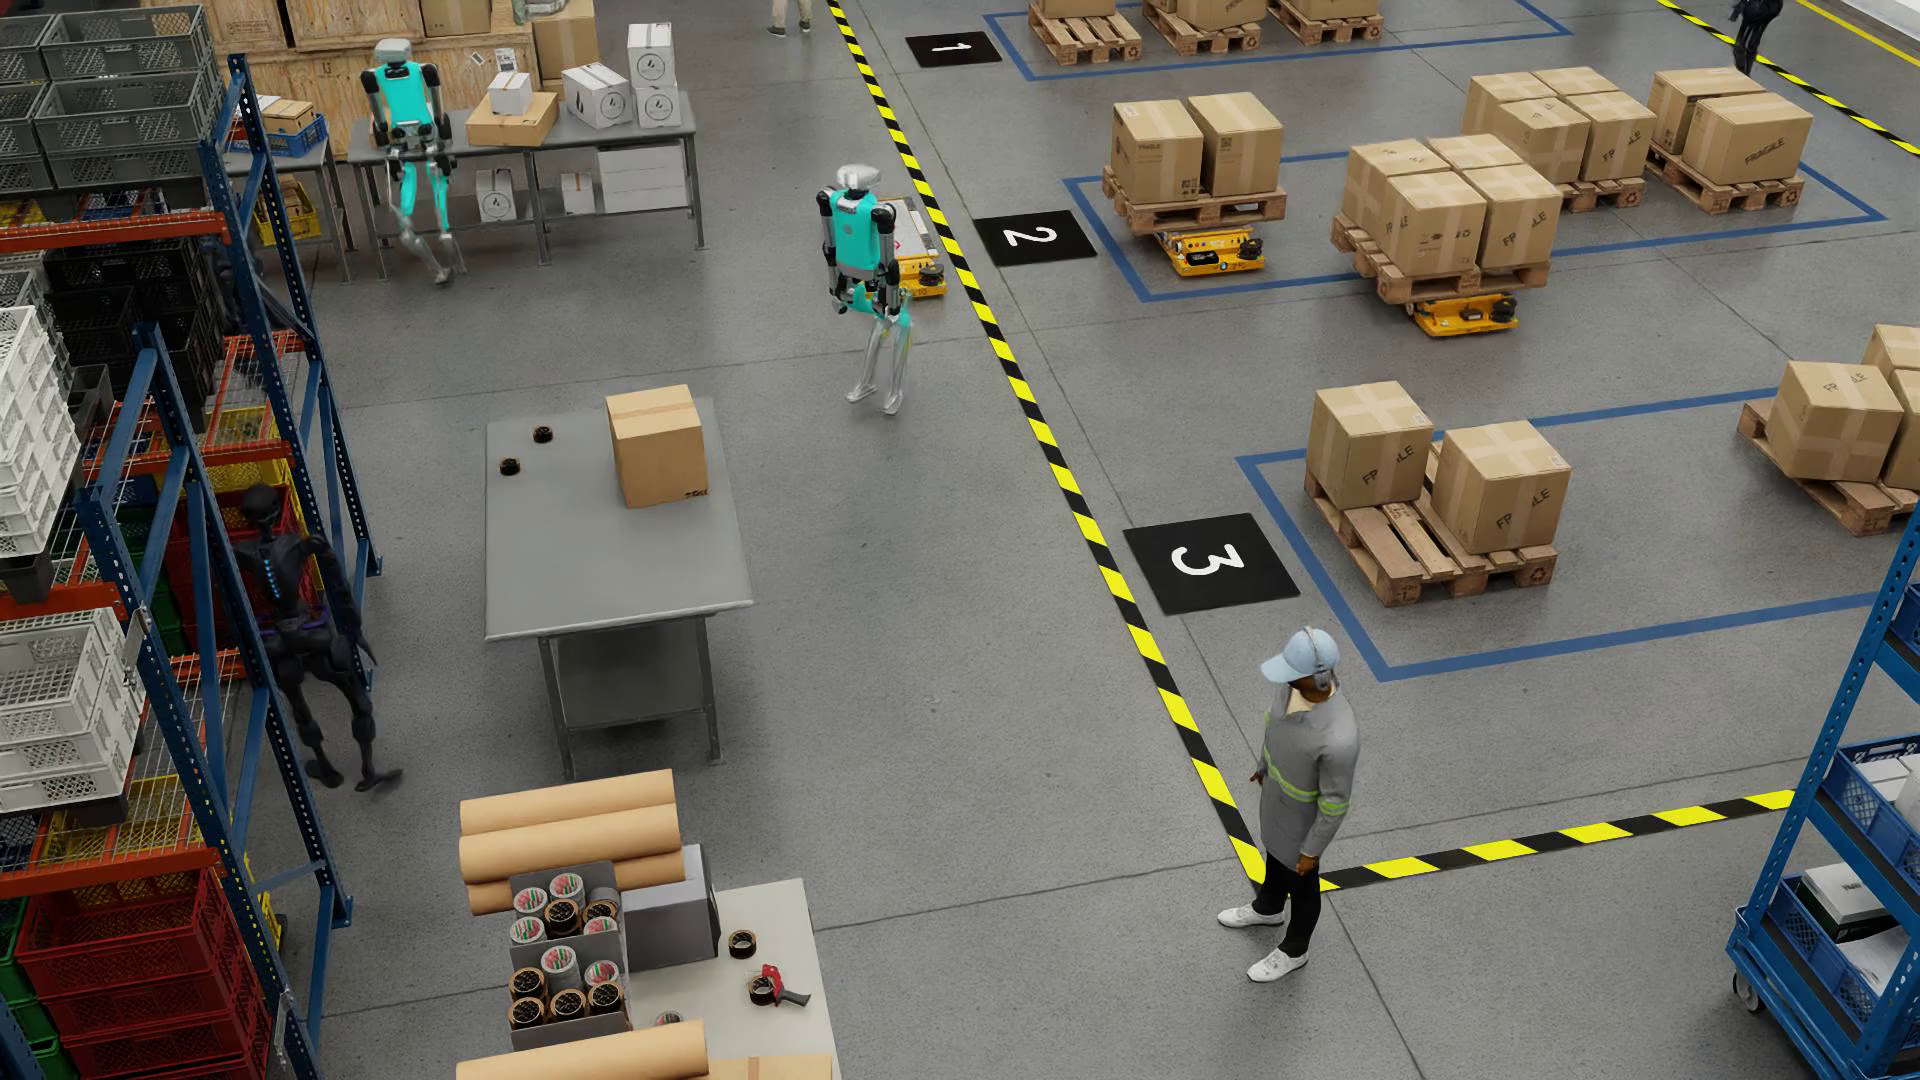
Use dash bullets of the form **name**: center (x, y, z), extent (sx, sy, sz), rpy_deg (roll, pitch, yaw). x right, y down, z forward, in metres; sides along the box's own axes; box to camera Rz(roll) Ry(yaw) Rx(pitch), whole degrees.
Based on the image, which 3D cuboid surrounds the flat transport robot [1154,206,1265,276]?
- **flat transport robot**: center (1.798, -2.476, 12.858), extent (0.652, 0.197, 1.431), rpy_deg (-8, 37, -10)

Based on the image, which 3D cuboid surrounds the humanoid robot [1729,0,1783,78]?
- **humanoid robot**: center (7.195, -4.846, 14.894), extent (0.611, 1.639, 0.438), rpy_deg (-24, 43, -28)

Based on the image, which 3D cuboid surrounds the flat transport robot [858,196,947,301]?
- **flat transport robot**: center (-0.570, -2.220, 12.538), extent (0.659, 0.231, 1.431), rpy_deg (-8, 37, -10)

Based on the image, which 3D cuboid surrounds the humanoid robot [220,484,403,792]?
- **humanoid robot**: center (-3.052, 0.508, 7.697), extent (0.612, 1.644, 0.485), rpy_deg (-7, 37, -10)

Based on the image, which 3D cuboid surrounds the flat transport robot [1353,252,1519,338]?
- **flat transport robot**: center (3.442, -1.928, 12.122), extent (0.652, 0.197, 1.431), rpy_deg (-8, 37, -10)

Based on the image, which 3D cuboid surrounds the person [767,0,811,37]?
- **person**: center (-1.693, -5.757, 16.037), extent (0.561, 1.763, 0.403), rpy_deg (-19, 41, -24)

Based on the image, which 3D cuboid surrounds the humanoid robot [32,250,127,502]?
- **humanoid robot**: center (-5.043, -0.966, 9.552), extent (0.709, 1.723, 0.530), rpy_deg (27, 44, 31)

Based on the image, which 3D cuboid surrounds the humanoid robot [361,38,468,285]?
- **humanoid robot**: center (-3.856, -2.567, 11.805), extent (0.554, 1.819, 0.752), rpy_deg (-5, 37, -7)

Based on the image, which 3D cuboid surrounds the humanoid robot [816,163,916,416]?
- **humanoid robot**: center (-0.487, -1.582, 10.463), extent (0.535, 1.810, 0.770), rpy_deg (21, 41, 25)

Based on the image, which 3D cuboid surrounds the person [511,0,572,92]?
- **person**: center (-3.507, -4.401, 14.072), extent (0.412, 1.939, 0.602), rpy_deg (23, 43, 28)

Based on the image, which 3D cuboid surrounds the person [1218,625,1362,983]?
- **person**: center (1.340, 1.071, 6.791), extent (0.398, 1.848, 0.587), rpy_deg (-8, 37, -11)

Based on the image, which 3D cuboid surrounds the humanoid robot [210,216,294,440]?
- **humanoid robot**: center (-4.289, -1.243, 10.042), extent (0.385, 1.648, 0.610), rpy_deg (-3, 37, -4)
